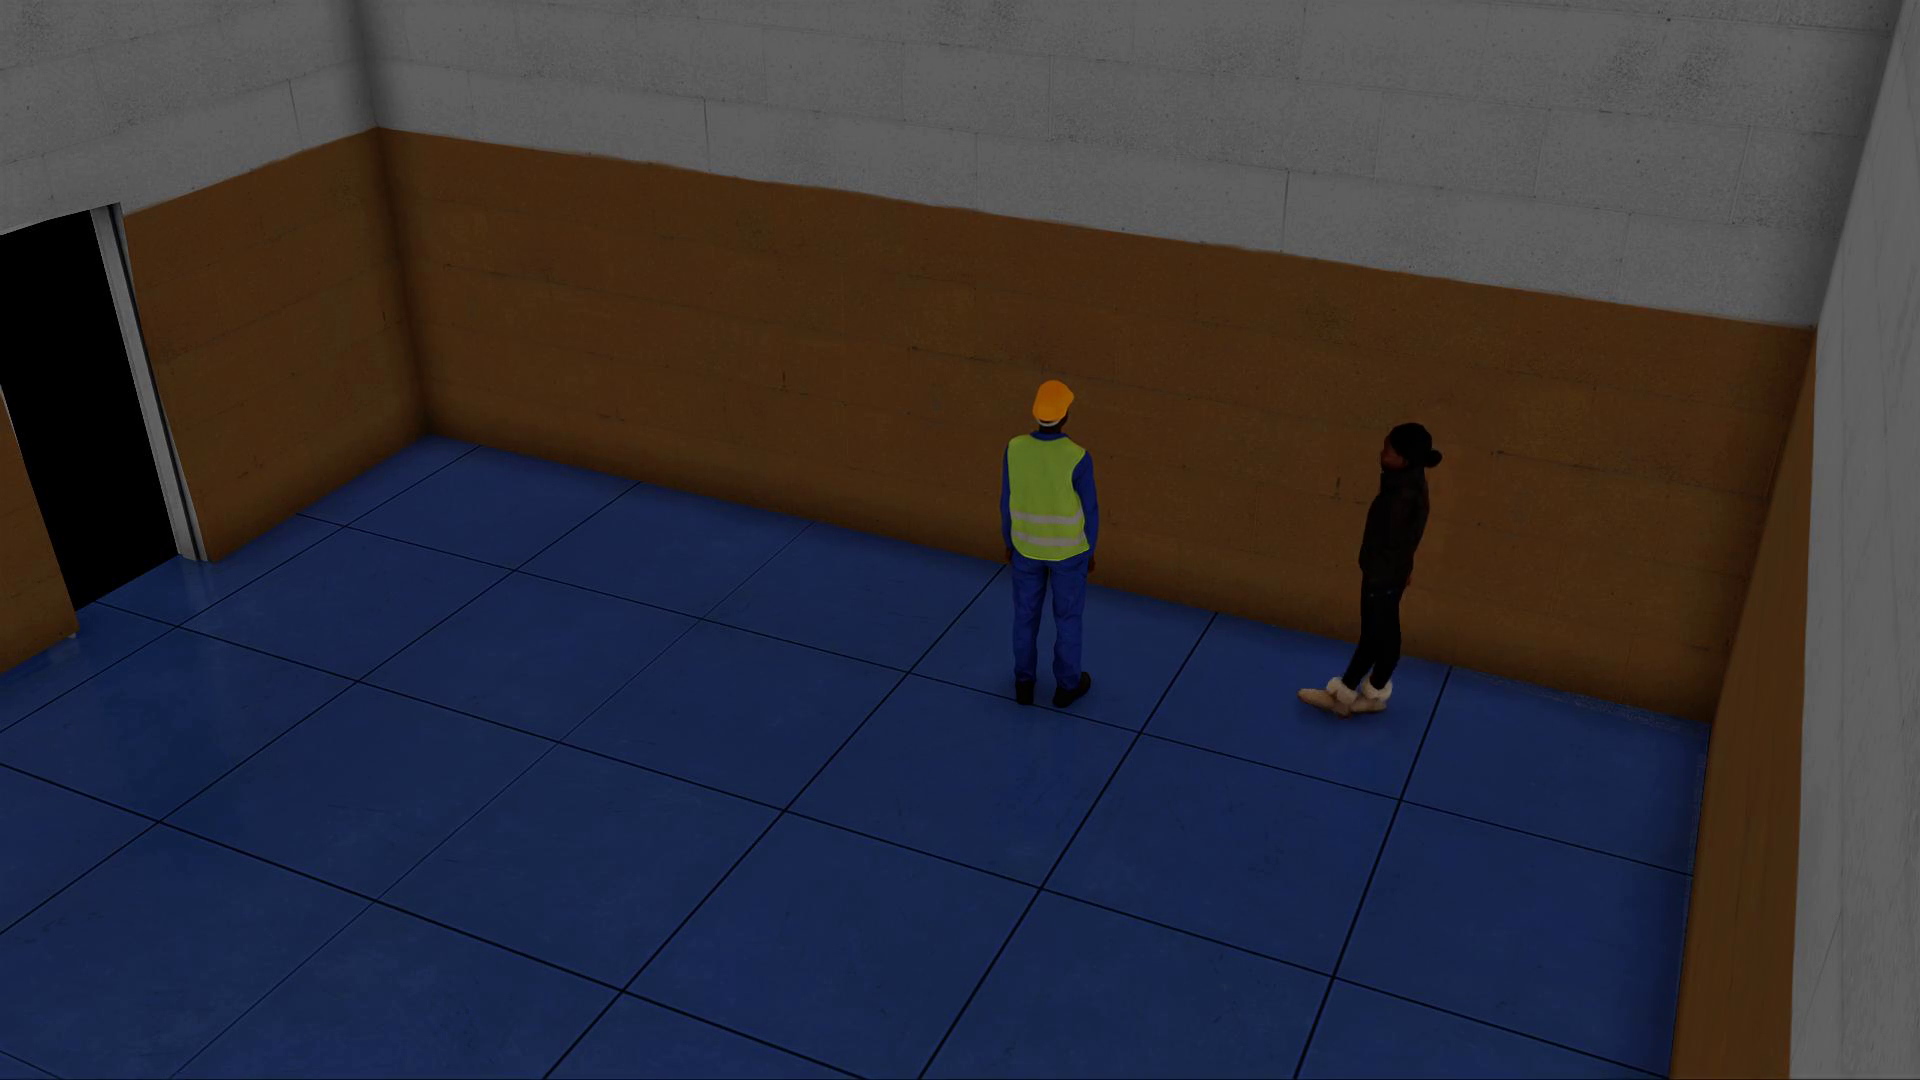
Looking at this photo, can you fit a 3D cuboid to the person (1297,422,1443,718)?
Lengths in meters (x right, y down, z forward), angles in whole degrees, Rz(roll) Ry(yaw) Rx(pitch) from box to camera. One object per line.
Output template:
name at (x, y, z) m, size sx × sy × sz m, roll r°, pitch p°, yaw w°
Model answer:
person at (2.182, 0.163, 8.366) m, size 0.767 × 1.644 × 0.581 m, roll 11°, pitch 30°, yaw 19°

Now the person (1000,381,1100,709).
person at (0.448, 0.026, 8.440) m, size 0.575 × 1.813 × 0.756 m, roll 8°, pitch 30°, yaw 14°
